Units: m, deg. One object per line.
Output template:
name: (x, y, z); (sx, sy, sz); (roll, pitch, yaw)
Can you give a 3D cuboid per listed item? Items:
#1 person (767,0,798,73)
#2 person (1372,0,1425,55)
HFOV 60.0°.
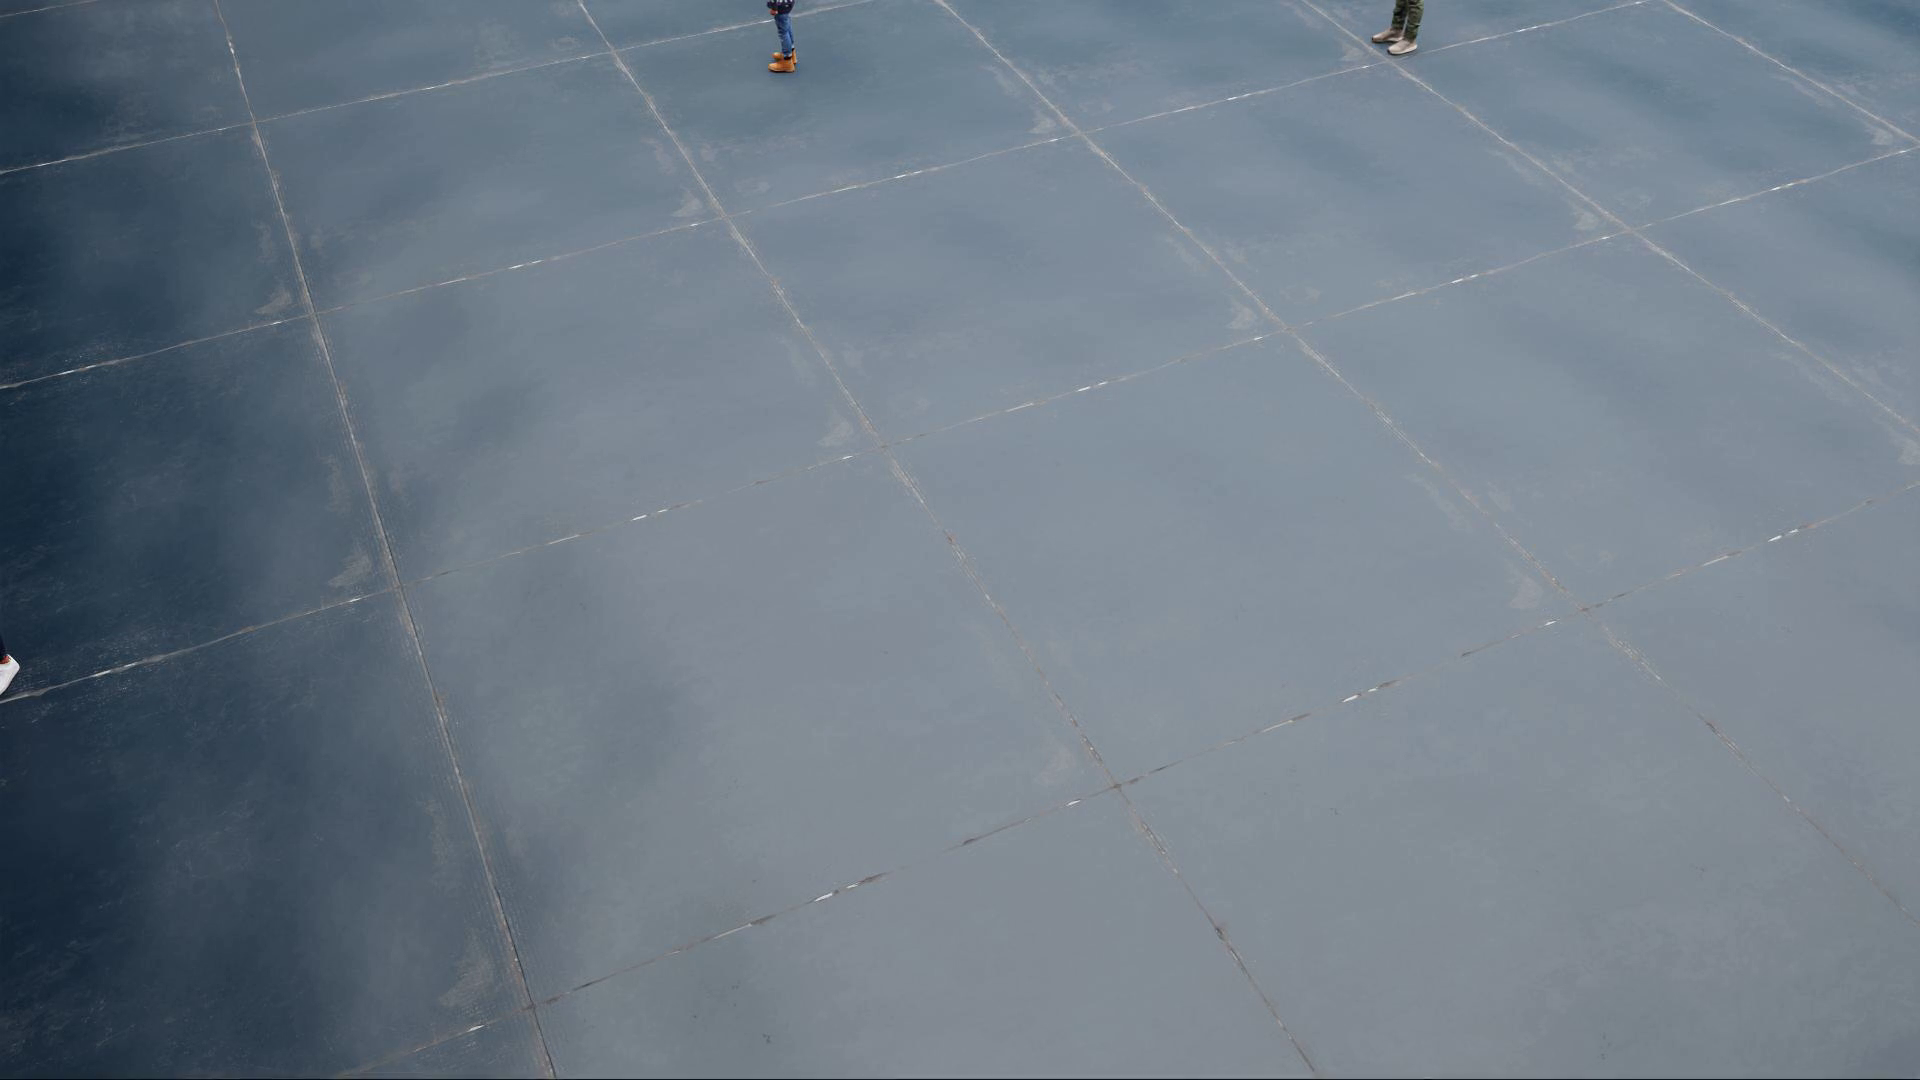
person: (-1.491, -4.512, 13.794); (0.641, 1.250, 0.559); (5, 43, 6)
person: (3.821, -4.922, 13.945); (0.646, 1.654, 0.496); (-13, 44, -13)
